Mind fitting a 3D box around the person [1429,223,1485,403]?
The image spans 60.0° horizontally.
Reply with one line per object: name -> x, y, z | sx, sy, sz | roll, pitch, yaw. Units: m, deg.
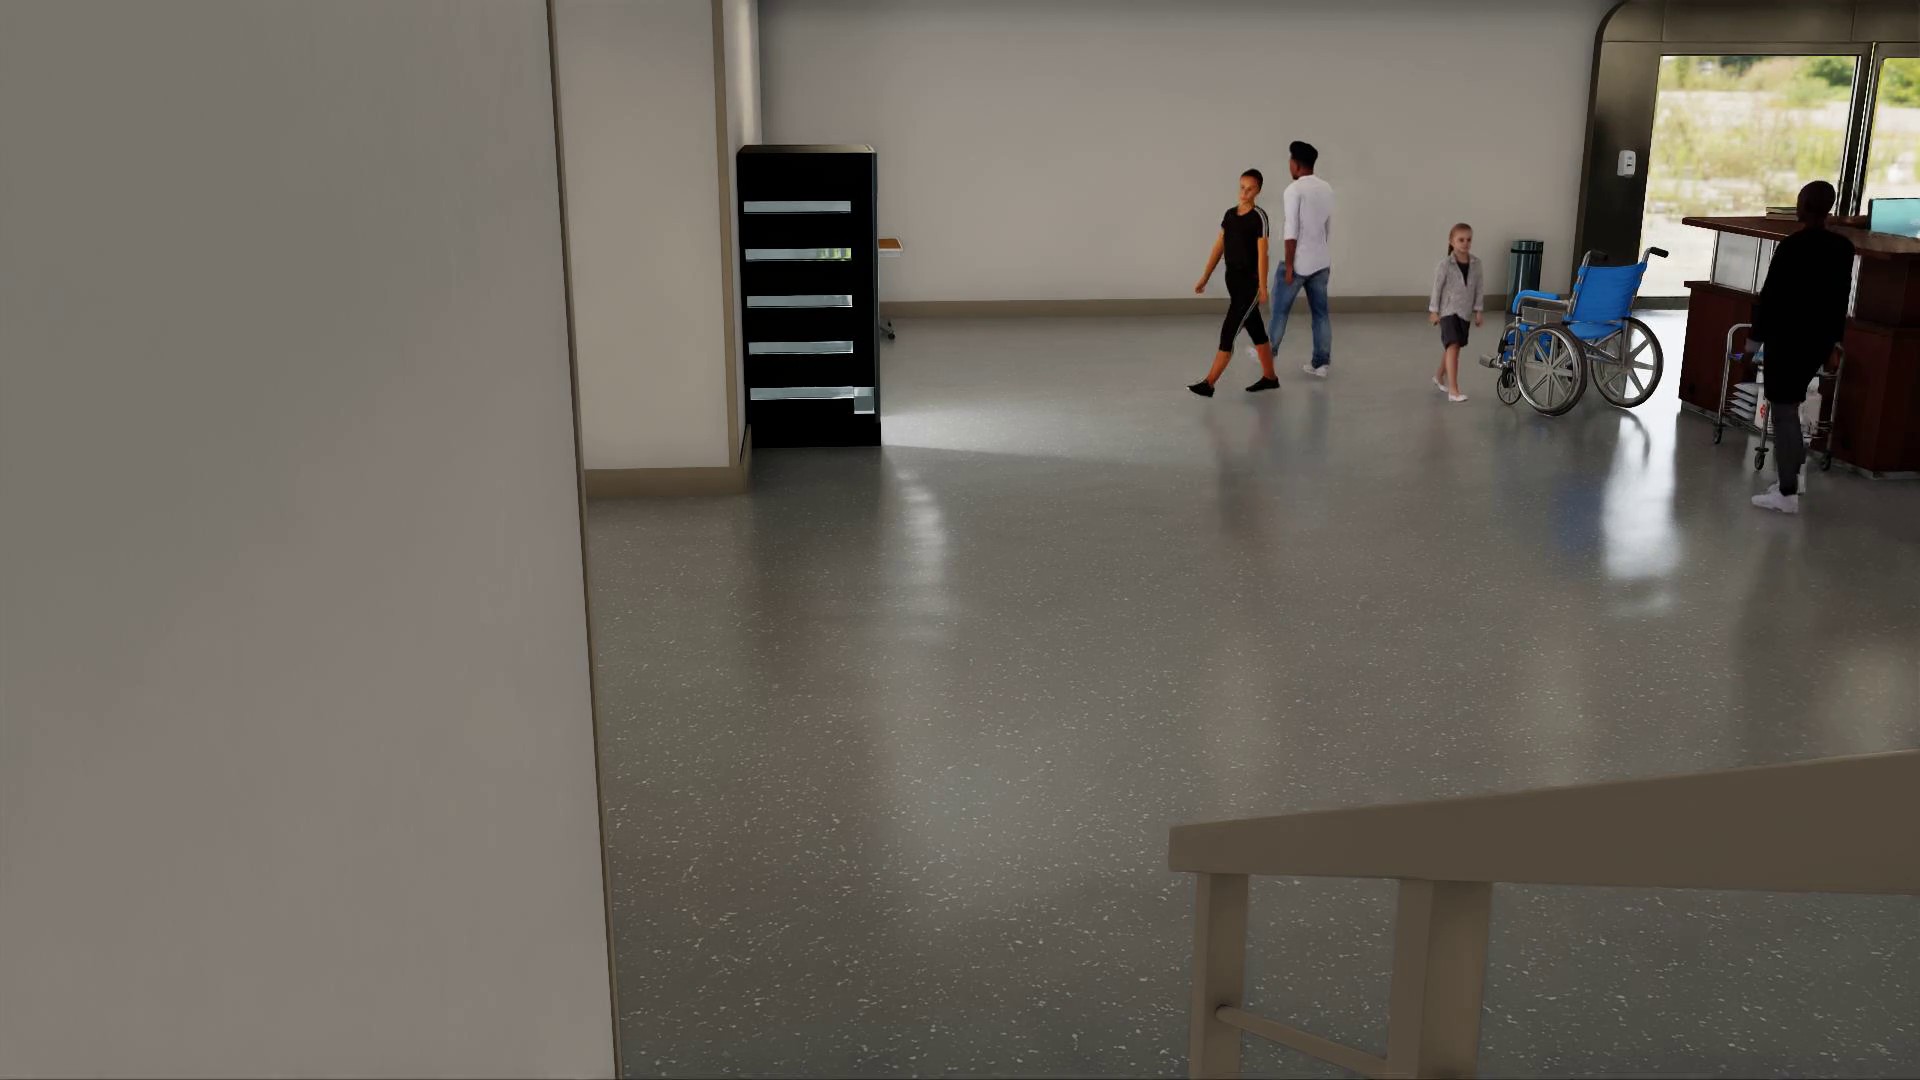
person -> 3.555, -1.642, 12.005 | 0.558, 1.247, 0.896 | -3, 16, -11

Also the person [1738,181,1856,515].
person -> 4.496, -0.994, 8.794 | 0.734, 1.750, 0.733 | -7, 17, -23

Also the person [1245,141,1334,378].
person -> 2.700, -2.117, 12.743 | 0.951, 1.769, 1.149 | -8, 18, -27

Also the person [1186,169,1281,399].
person -> 2.110, -1.812, 11.935 | 0.875, 1.621, 1.073 | -6, 17, -19
